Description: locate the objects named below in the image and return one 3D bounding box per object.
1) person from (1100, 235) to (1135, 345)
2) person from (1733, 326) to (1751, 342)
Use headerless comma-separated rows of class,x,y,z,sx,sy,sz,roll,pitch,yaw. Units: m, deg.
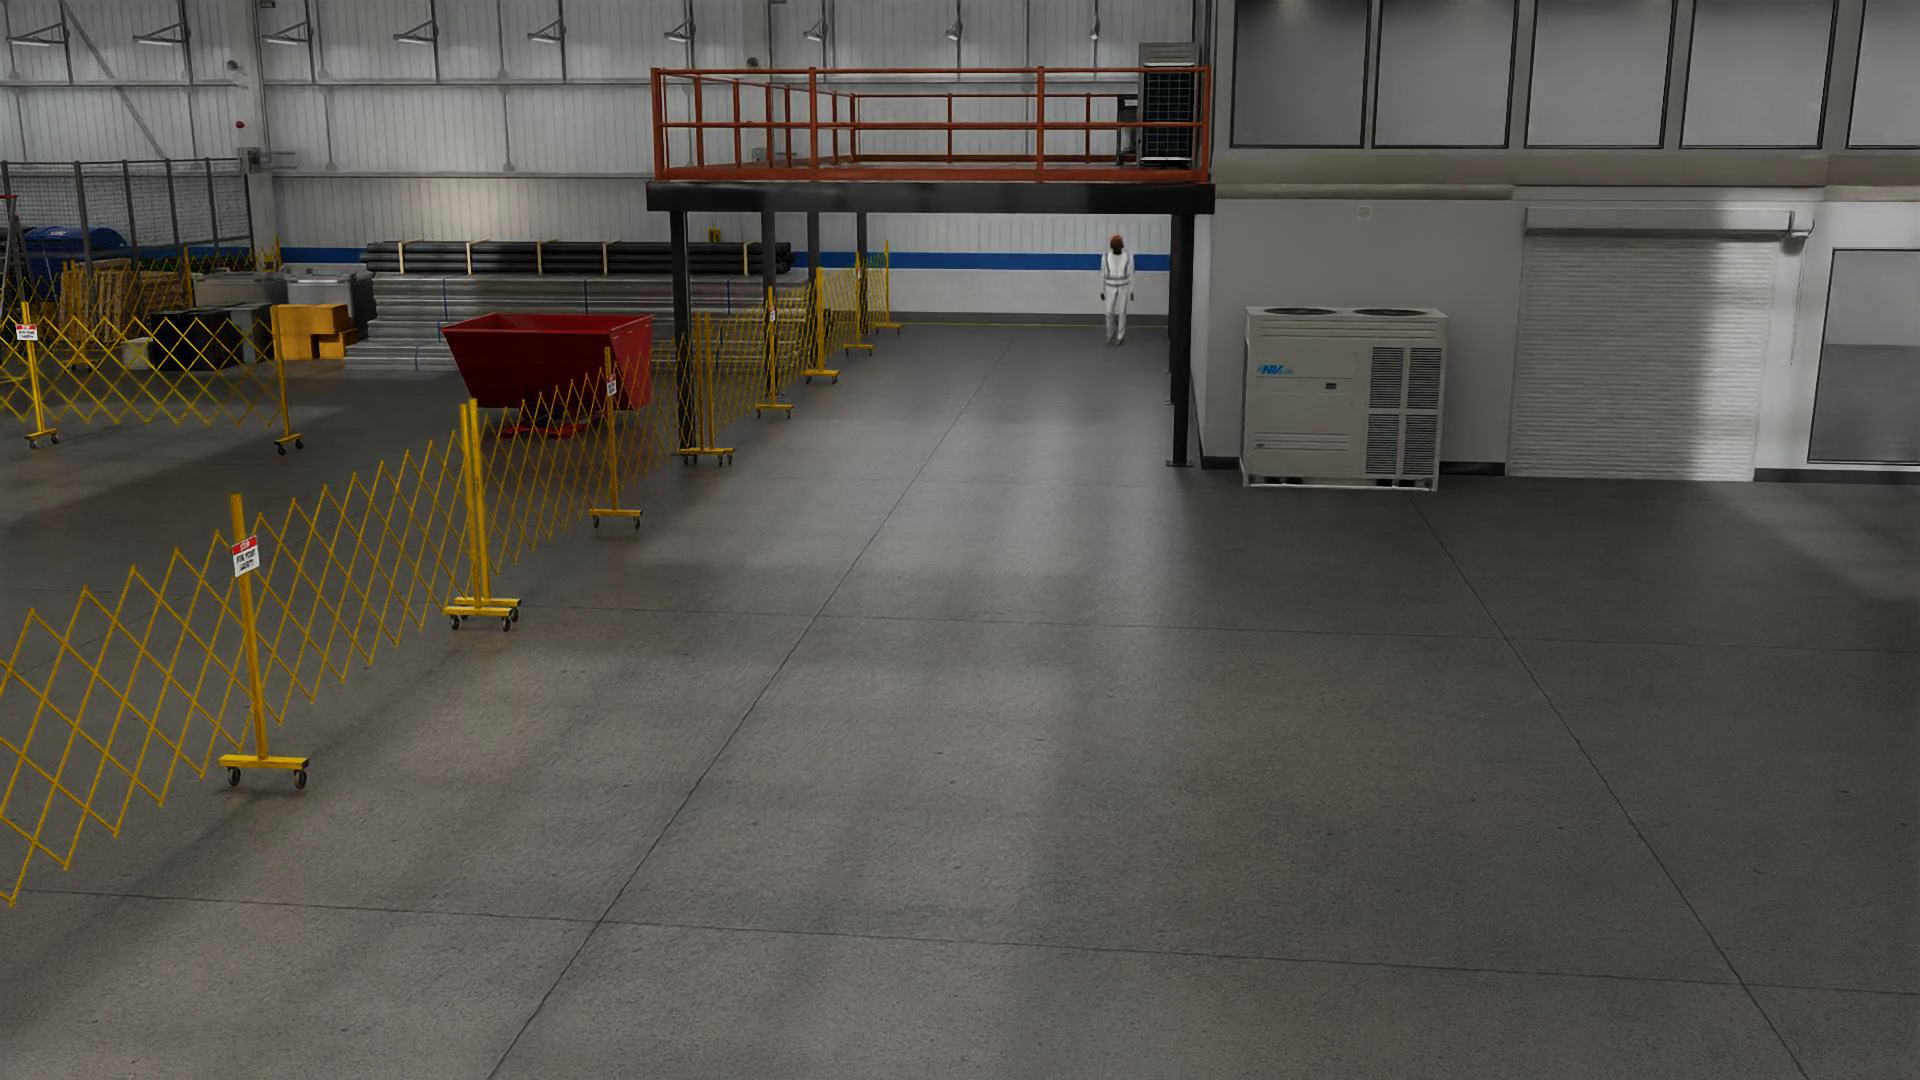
person,2.655,-4.211,28.115,0.600,1.860,0.652,3,14,11
person,12.795,-3.972,27.121,0.522,1.871,0.325,6,15,25
